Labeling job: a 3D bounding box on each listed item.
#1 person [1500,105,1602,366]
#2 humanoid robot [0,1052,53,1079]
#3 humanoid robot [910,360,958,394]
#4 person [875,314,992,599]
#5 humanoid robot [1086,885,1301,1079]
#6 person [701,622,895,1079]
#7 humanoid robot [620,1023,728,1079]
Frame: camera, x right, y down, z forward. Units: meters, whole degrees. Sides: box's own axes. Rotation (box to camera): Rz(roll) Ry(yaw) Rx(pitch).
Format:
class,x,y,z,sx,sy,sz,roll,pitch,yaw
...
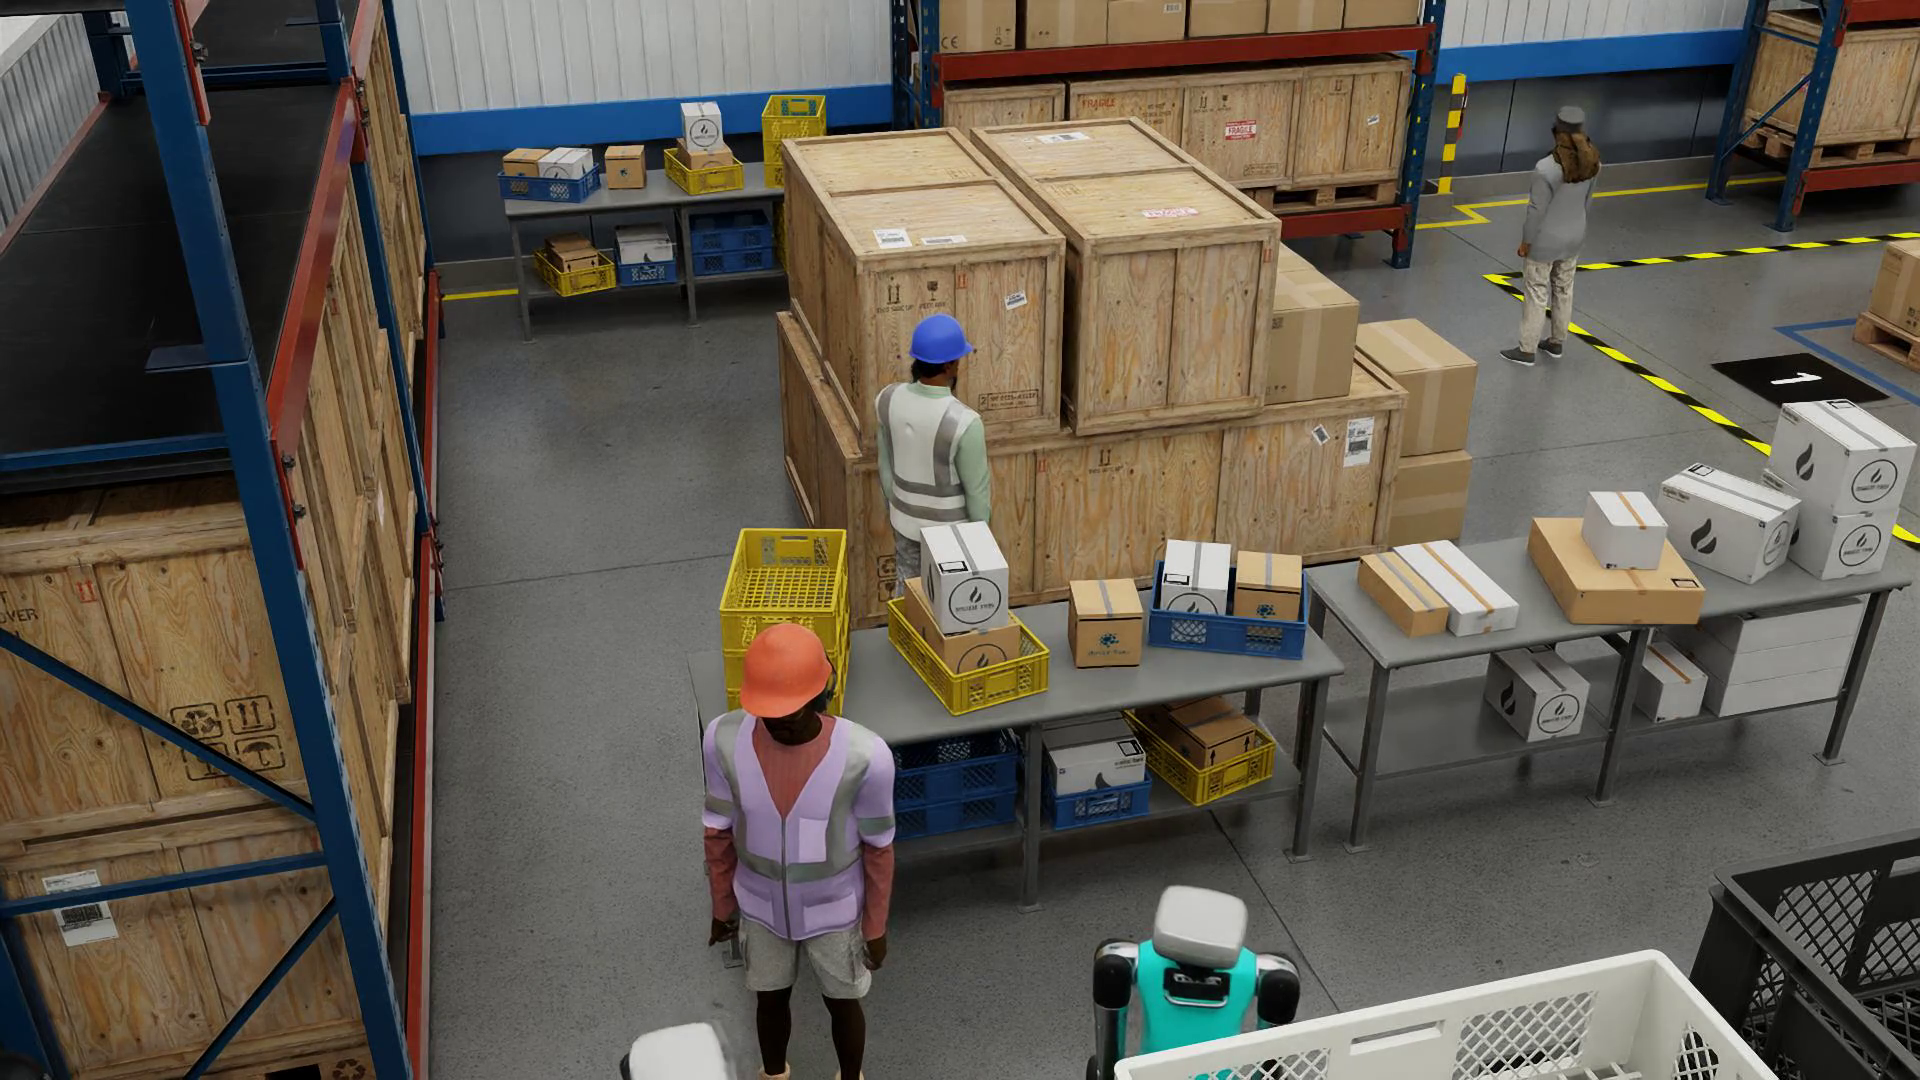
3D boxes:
class,x,y,z,sx,sy,sz,roll,pitch,yaw
person,4.027,-2.054,11.293,0.572,1.761,0.405,-15,32,-25
humanoid robot,-2.220,1.901,4.197,0.370,1.644,0.601,16,33,27
humanoid robot,-0.179,-0.096,7.842,0.382,1.644,0.601,-11,31,-19
person,-0.105,-0.096,7.553,0.604,1.947,0.389,21,35,33
humanoid robot,0.571,1.756,4.311,0.530,1.695,0.747,3,29,6
person,-0.501,1.143,5.206,0.607,2.044,0.367,5,29,8
humanoid robot,-0.468,1.851,4.222,1.010,1.721,0.552,-15,32,-25
